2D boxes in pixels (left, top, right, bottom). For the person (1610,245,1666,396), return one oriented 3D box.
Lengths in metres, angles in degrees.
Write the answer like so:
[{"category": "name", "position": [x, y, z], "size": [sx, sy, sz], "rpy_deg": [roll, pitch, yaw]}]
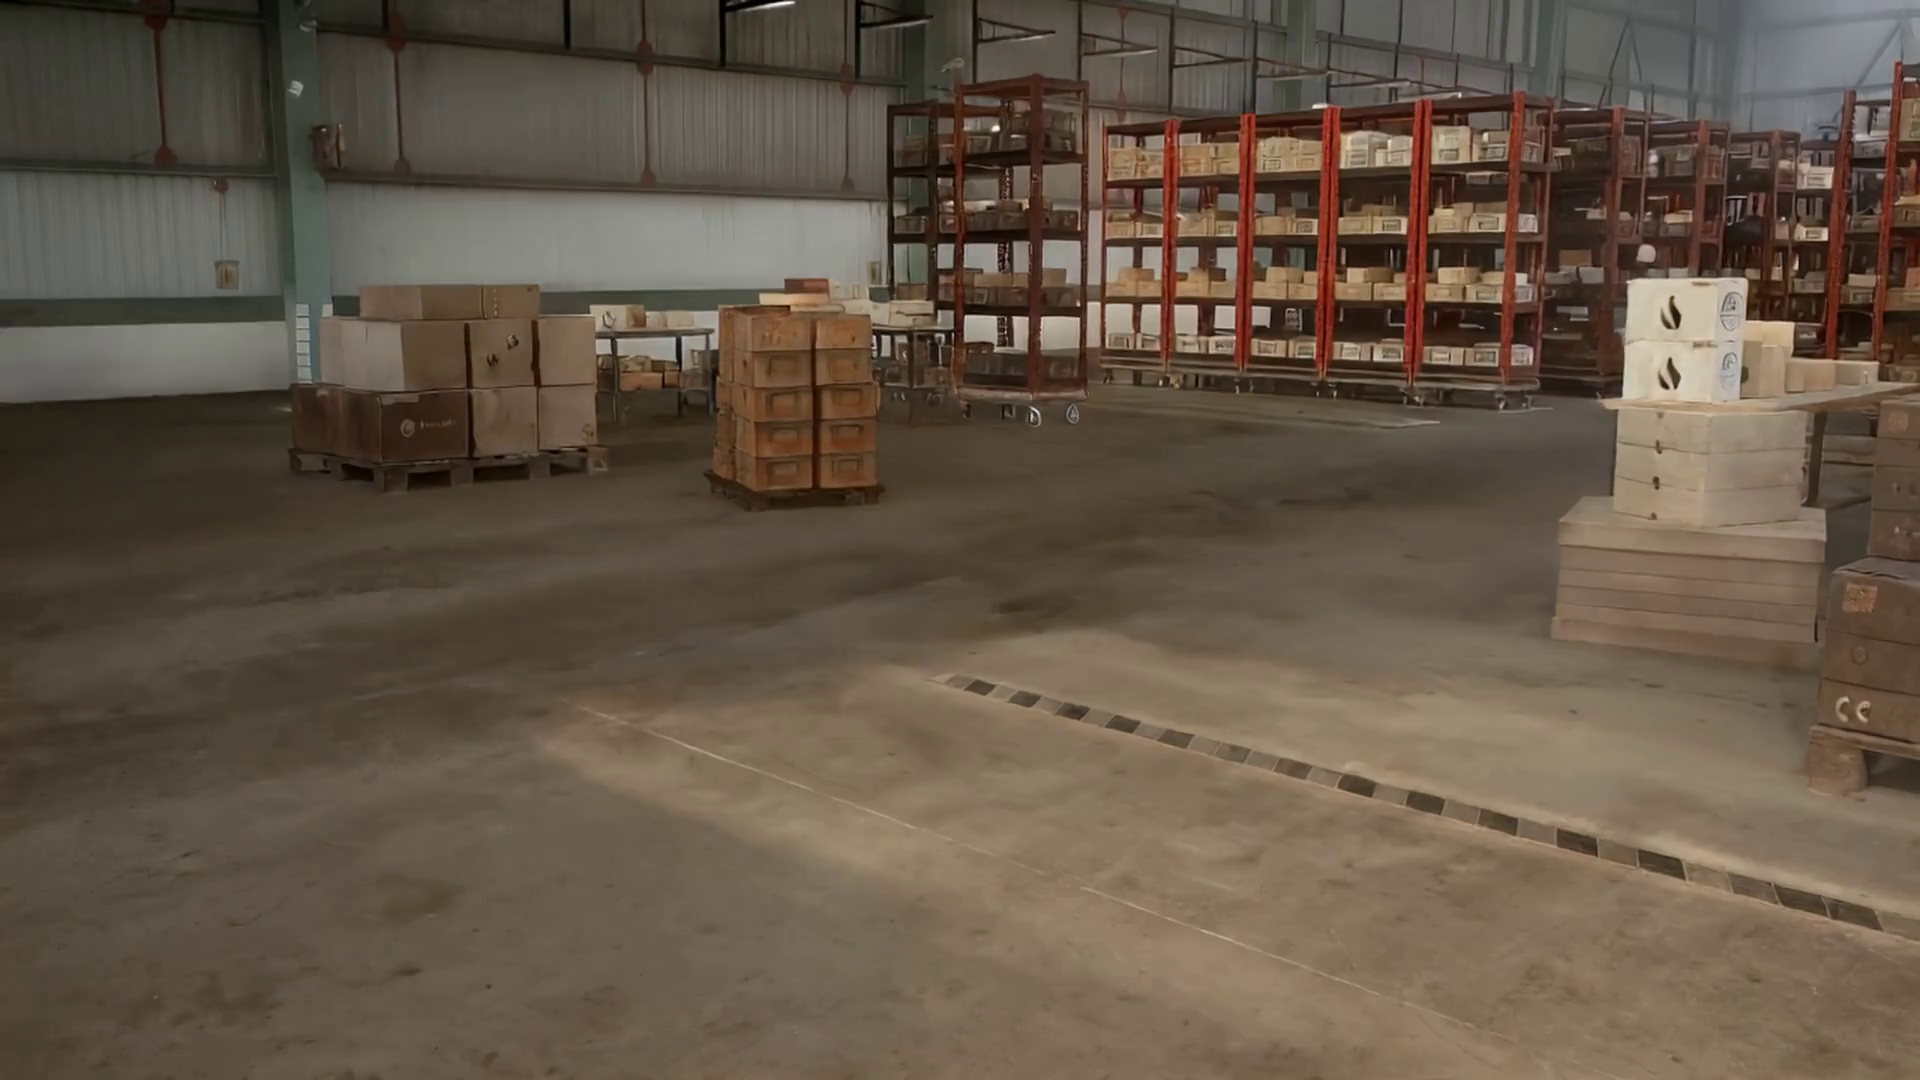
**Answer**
[{"category": "person", "position": [8.603, -2.784, 21.204], "size": [0.682, 1.924, 0.984], "rpy_deg": [6, 11, 34]}]
